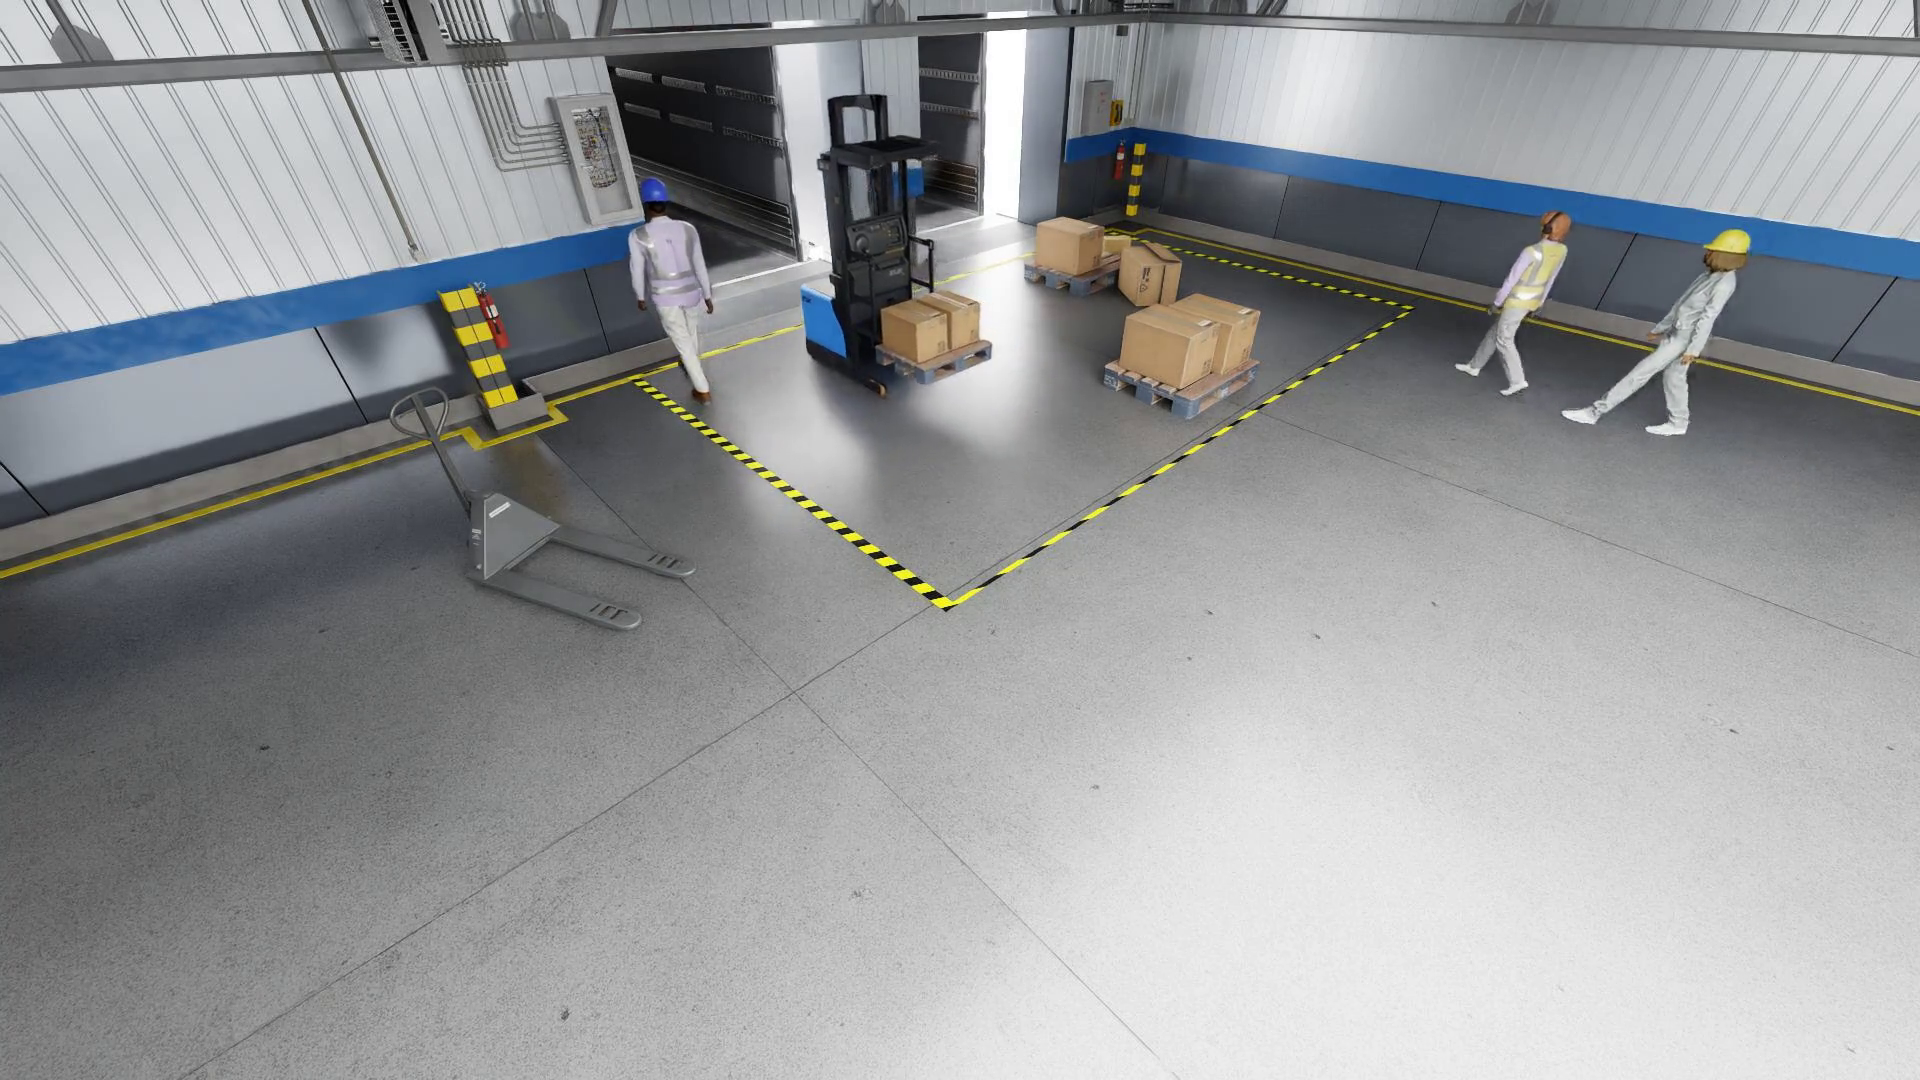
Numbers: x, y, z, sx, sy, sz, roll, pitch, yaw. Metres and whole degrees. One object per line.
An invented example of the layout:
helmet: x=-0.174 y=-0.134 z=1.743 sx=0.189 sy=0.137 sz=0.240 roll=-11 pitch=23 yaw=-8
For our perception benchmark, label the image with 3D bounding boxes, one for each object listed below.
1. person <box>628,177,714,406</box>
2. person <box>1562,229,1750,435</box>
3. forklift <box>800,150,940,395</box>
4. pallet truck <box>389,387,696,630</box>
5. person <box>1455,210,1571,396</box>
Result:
person: x=-2.611 y=-2.231 z=6.619 sx=0.611 sy=1.900 sz=0.927 roll=-28 pitch=46 yaw=-31
person: x=5.921 y=-1.684 z=6.072 sx=0.899 sy=1.690 sz=0.499 roll=21 pitch=42 yaw=25
forklift: x=-1.067 y=-2.698 z=7.110 sx=0.716 sy=2.013 sz=0.776 roll=-30 pitch=47 yaw=-33
pallet truck: x=-2.613 y=-0.247 z=4.593 sx=1.601 sy=1.201 sz=0.680 roll=14 pitch=40 yaw=17
person: x=5.204 y=-2.161 z=6.767 sx=0.505 sy=1.602 sz=0.830 roll=-14 pitch=40 yaw=-18
